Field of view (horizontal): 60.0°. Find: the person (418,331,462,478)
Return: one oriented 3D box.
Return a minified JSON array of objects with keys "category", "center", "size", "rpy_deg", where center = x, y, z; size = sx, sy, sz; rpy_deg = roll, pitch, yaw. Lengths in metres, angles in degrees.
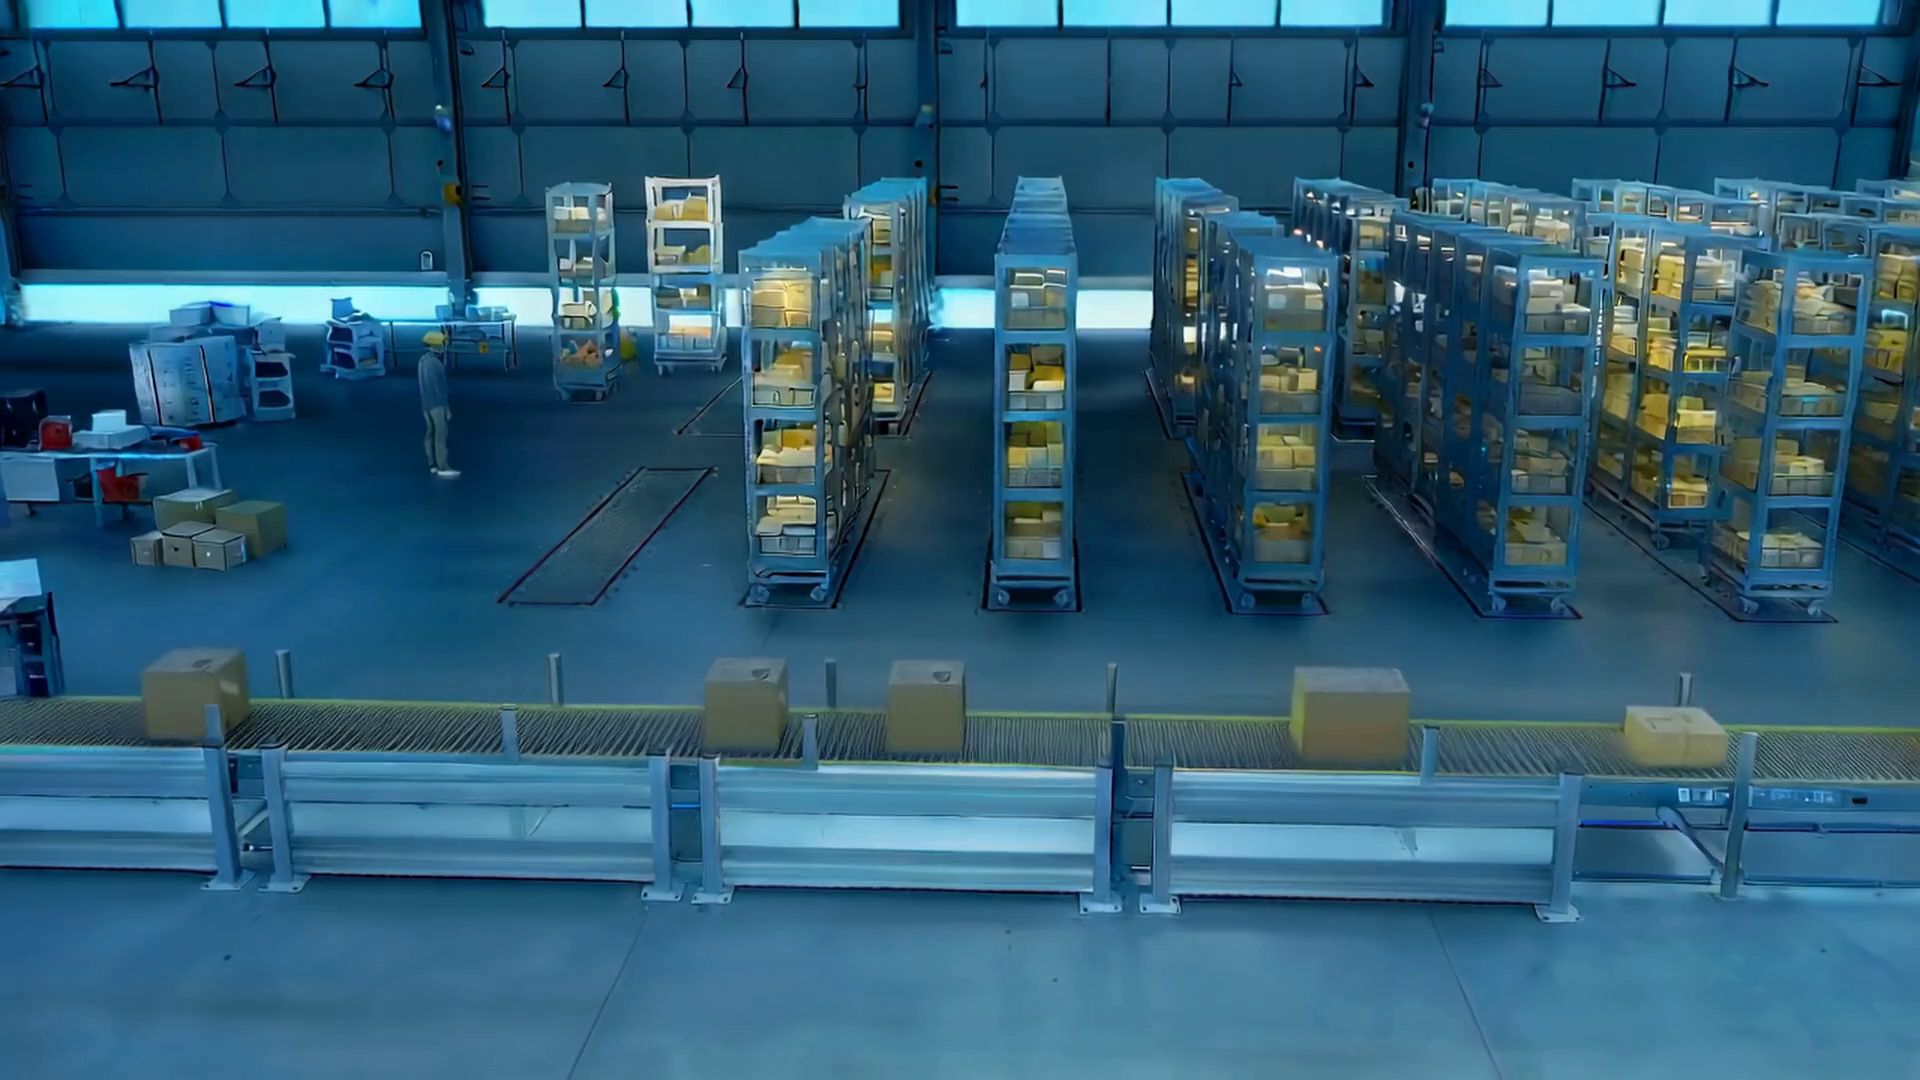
[{"category":"person","center":[-7.099,-1.837,22.589],"size":[0.385,1.990,0.608],"rpy_deg":[-13,20,-40]}]
